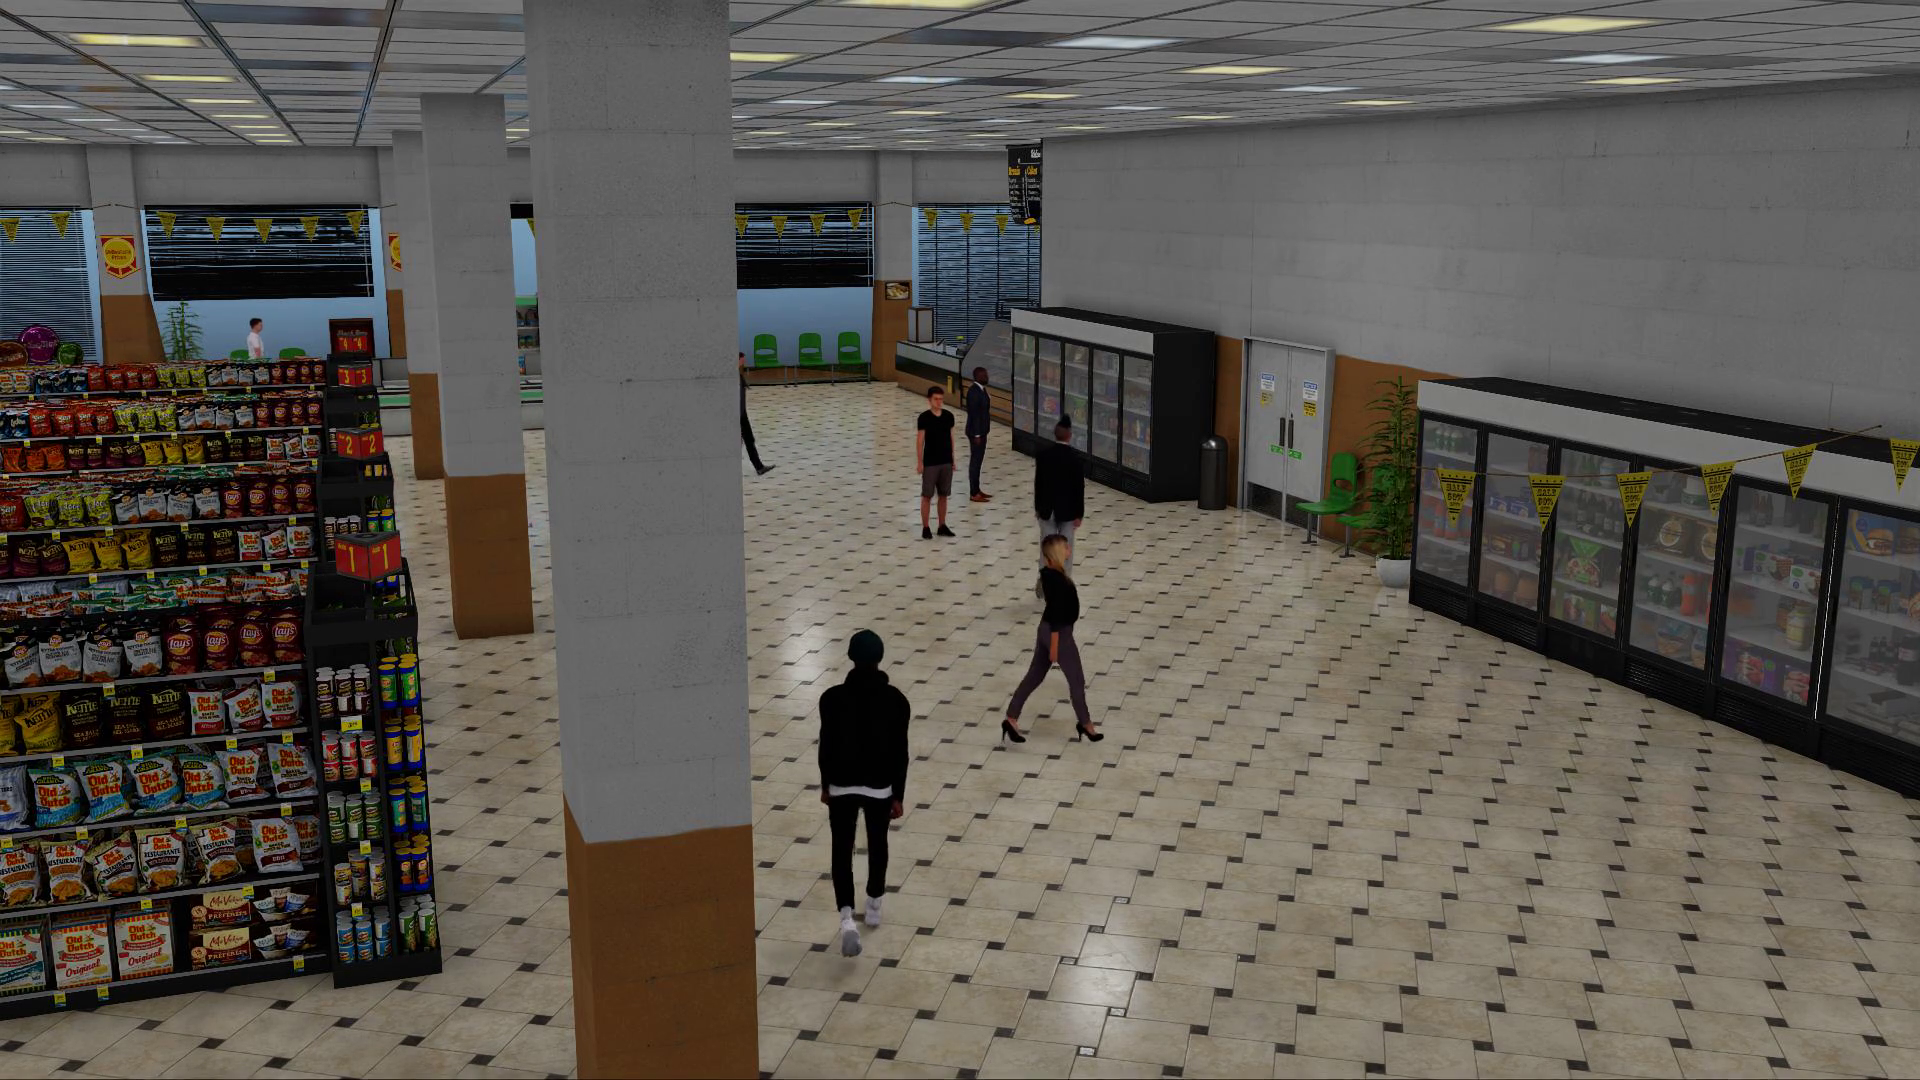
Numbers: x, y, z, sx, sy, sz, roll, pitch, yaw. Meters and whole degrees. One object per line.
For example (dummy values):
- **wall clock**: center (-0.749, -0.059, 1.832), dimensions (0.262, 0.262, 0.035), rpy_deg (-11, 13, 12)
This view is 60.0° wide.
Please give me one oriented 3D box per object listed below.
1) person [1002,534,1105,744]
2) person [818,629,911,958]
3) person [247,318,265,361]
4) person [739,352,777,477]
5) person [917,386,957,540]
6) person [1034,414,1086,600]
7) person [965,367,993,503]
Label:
- **person**: center (0.617, 0.792, 12.499), dimensions (1.035, 1.624, 0.668), rpy_deg (-3, 12, -13)
- **person**: center (-0.554, 1.399, 9.200), dimensions (1.154, 1.796, 0.928), rpy_deg (-1, 12, -4)
- **person**: center (-13.169, -3.175, 30.860), dimensions (0.943, 1.823, 0.652), rpy_deg (-4, 13, -20)
- **person**: center (-3.363, -1.810, 24.351), dimensions (1.224, 1.833, 1.116), rpy_deg (4, 12, 17)
- **person**: center (-0.282, -0.954, 20.219), dimensions (0.546, 1.861, 0.771), rpy_deg (-6, 13, -27)
- **person**: center (0.977, -0.309, 16.992), dimensions (1.114, 1.928, 1.122), rpy_deg (4, 12, 18)
- **person**: center (0.248, -1.456, 22.692), dimensions (0.787, 1.824, 0.785), rpy_deg (2, 12, 10)
